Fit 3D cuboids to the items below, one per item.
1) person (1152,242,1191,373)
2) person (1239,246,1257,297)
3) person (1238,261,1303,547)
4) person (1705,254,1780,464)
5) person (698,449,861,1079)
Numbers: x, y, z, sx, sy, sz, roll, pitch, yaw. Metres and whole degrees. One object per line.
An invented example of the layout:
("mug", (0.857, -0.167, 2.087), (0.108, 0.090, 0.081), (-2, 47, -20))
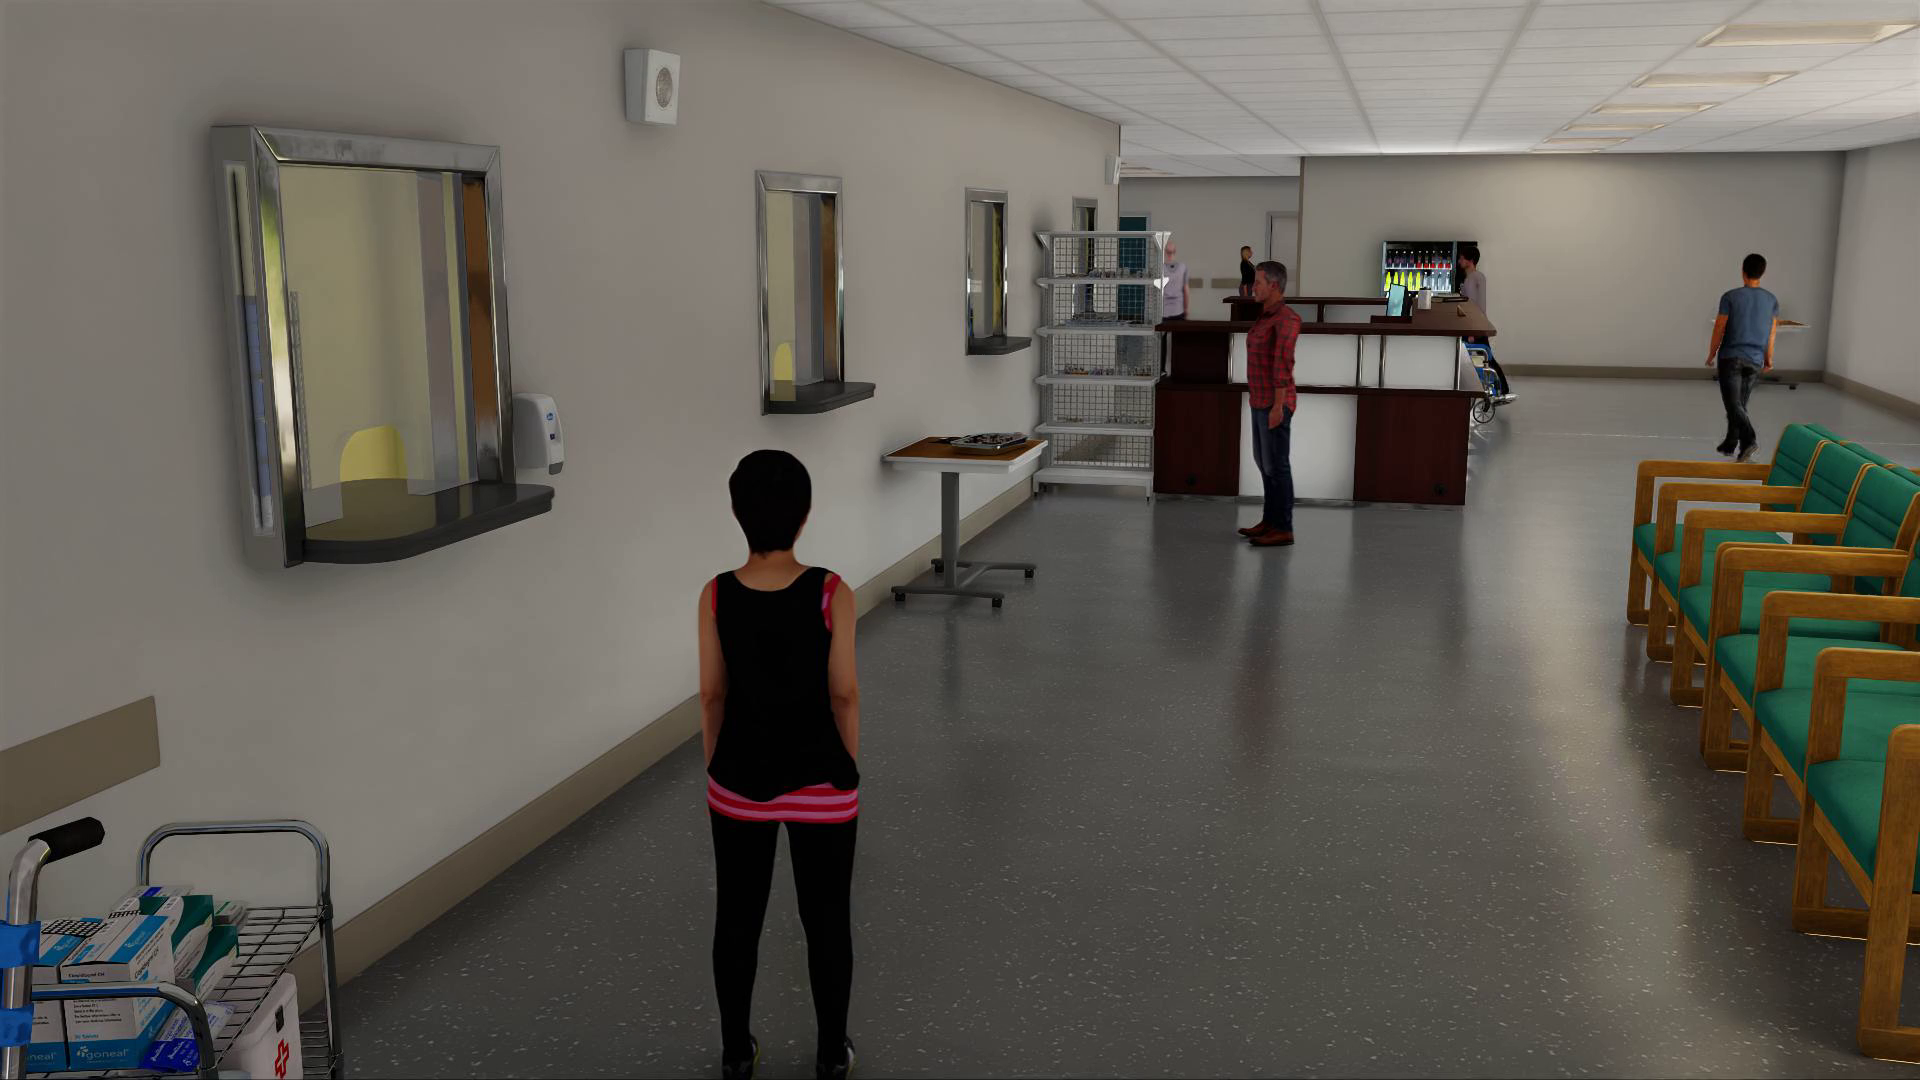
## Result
("person", (2.803, -3.014, 22.017), (0.982, 1.818, 0.944), (-1, 11, -7))
("person", (5.194, -4.511, 30.298), (0.519, 1.671, 0.593), (3, 11, 17))
("person", (2.038, -0.896, 10.826), (0.693, 1.829, 0.756), (-1, 11, -7))
("person", (6.766, -1.537, 14.335), (1.139, 1.779, 0.930), (0, 11, -1))
("person", (-0.422, 0.554, 3.931), (0.480, 1.551, 0.612), (1, 11, 6))
